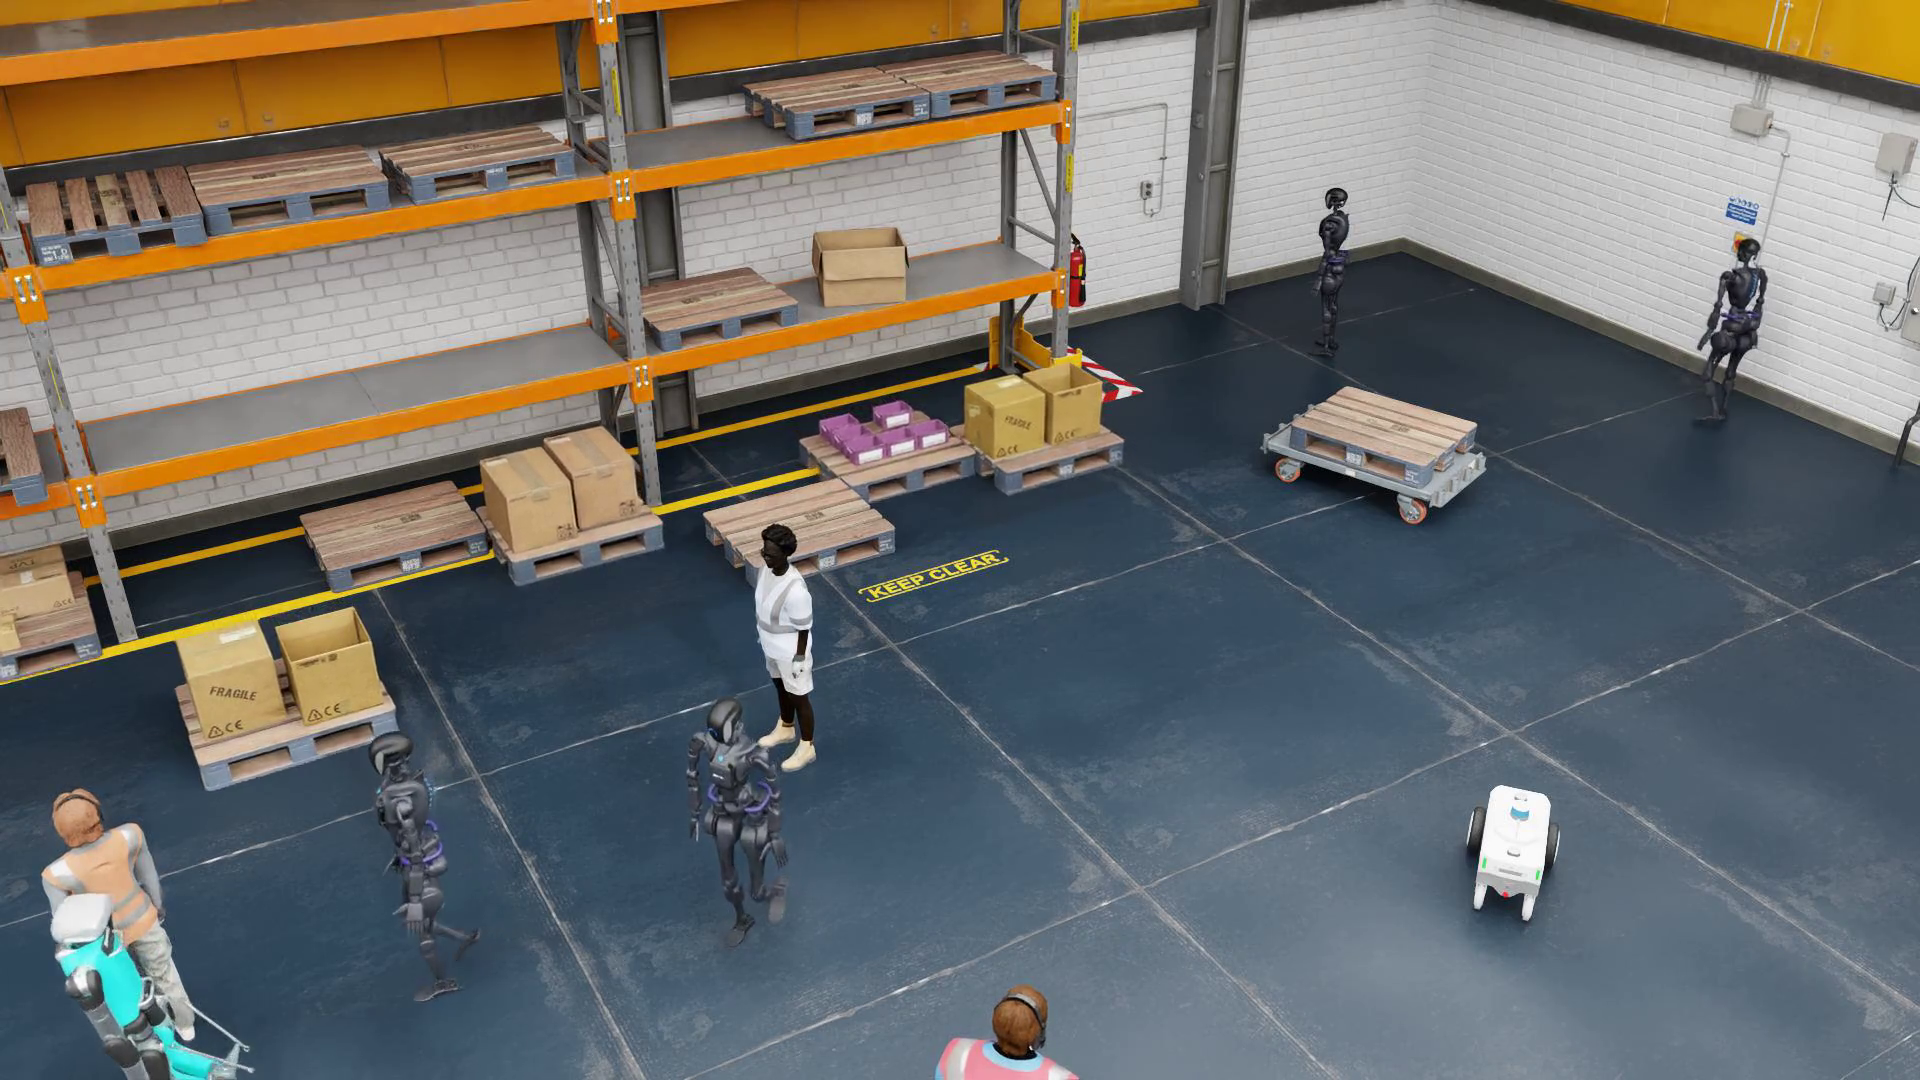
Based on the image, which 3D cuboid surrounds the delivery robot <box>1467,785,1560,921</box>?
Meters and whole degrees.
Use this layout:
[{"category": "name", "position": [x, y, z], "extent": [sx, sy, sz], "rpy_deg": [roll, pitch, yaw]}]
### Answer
[{"category": "delivery robot", "position": [3.189, 1.759, 9.590], "extent": [0.499, 0.614, 0.808], "rpy_deg": [10, 31, 18]}]

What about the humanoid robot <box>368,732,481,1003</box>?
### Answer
[{"category": "humanoid robot", "position": [-2.758, 1.694, 8.543], "extent": [0.401, 1.654, 0.605], "rpy_deg": [-13, 32, -22]}]

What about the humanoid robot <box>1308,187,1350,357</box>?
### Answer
[{"category": "humanoid robot", "position": [3.590, -2.605, 16.140], "extent": [0.315, 1.657, 0.599], "rpy_deg": [14, 32, 23]}]

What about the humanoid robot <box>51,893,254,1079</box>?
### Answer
[{"category": "humanoid robot", "position": [-3.379, 2.261, 7.512], "extent": [0.951, 1.793, 0.545], "rpy_deg": [-8, 30, -14]}]

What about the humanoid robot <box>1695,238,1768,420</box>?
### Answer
[{"category": "humanoid robot", "position": [6.902, -1.866, 14.848], "extent": [0.610, 1.633, 0.432], "rpy_deg": [-12, 31, -20]}]

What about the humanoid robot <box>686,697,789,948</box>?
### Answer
[{"category": "humanoid robot", "position": [-1.174, 1.472, 8.940], "extent": [0.604, 1.632, 0.447], "rpy_deg": [11, 31, 19]}]

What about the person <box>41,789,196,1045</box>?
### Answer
[{"category": "person", "position": [-4.137, 1.925, 8.173], "extent": [0.314, 1.637, 0.513], "rpy_deg": [20, 35, 31]}]

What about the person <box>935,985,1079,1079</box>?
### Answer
[{"category": "person", "position": [0.216, 2.564, 6.853], "extent": [0.628, 1.835, 0.431], "rpy_deg": [11, 31, 18]}]

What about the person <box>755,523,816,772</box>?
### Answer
[{"category": "person", "position": [-1.100, 0.654, 10.359], "extent": [0.315, 1.699, 0.539], "rpy_deg": [-18, 34, -28]}]
